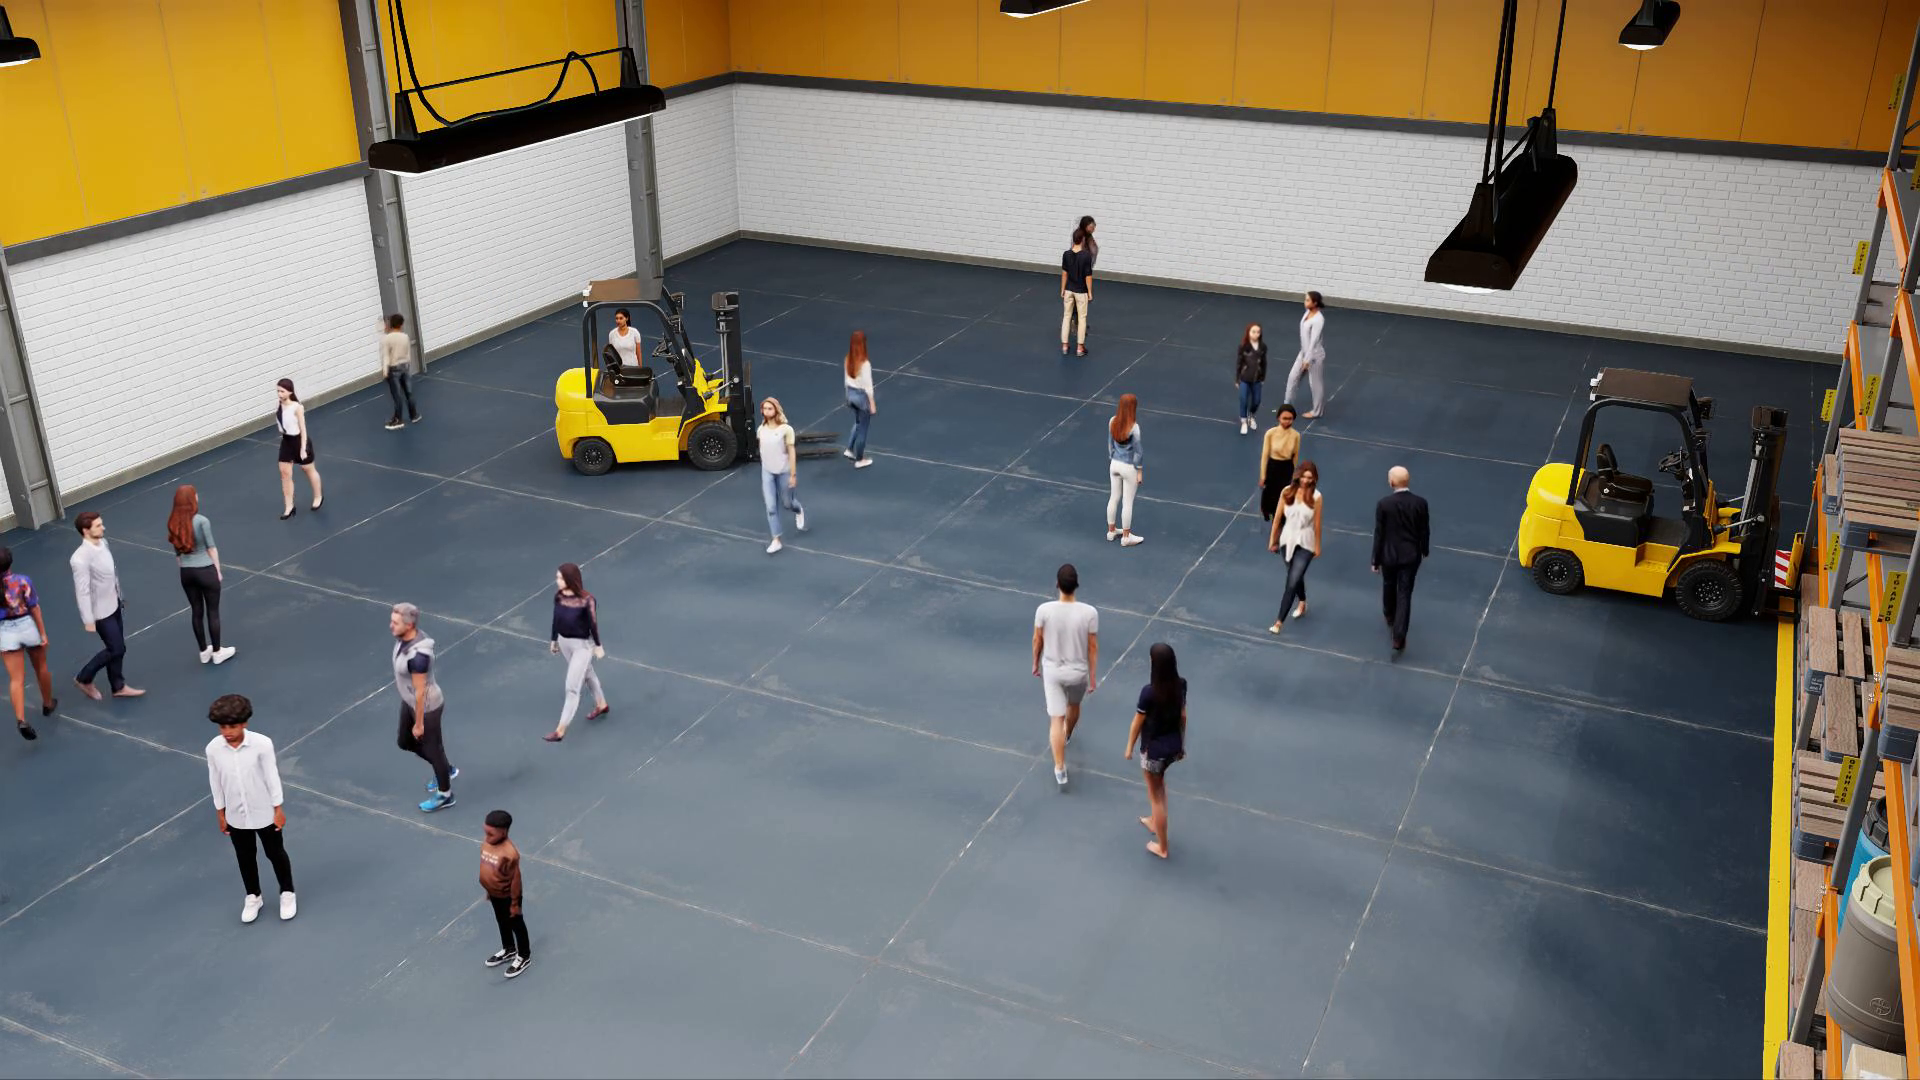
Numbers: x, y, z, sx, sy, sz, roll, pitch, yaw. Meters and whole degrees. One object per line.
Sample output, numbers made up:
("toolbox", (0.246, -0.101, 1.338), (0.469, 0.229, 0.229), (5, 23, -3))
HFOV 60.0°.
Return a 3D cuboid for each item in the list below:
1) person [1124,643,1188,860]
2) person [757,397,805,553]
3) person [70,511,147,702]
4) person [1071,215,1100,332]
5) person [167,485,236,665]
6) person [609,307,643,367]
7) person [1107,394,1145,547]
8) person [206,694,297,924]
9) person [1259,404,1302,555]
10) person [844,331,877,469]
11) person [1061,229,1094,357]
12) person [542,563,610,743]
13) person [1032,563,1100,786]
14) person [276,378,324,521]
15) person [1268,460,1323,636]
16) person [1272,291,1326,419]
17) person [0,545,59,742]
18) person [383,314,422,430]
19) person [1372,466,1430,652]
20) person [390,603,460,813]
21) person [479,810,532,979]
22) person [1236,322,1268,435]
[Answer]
("person", (1.559, 1.629, 12.524), (0.818, 1.748, 0.855), (-13, 27, -28))
("person", (-1.928, -0.737, 17.989), (0.658, 1.706, 0.982), (10, 25, 21))
("person", (-7.692, 0.602, 14.756), (0.932, 1.841, 0.870), (-3, 24, -7))
("person", (1.851, -4.060, 25.442), (0.836, 1.825, 0.617), (3, 24, 6))
("person", (-7.100, 0.326, 15.519), (0.625, 1.737, 0.627), (4, 24, 9))
("person", (-4.275, -2.202, 21.414), (0.626, 1.647, 0.623), (2, 24, 4))
("person", (1.780, -0.773, 18.076), (0.659, 1.702, 0.688), (-19, 30, -37))
("person", (-5.048, 1.895, 11.845), (0.710, 1.805, 0.725), (-3, 24, -6))
("person", (3.423, -0.694, 17.983), (0.809, 1.631, 1.019), (0, 24, 1))
("person", (-1.284, -1.676, 20.121), (0.750, 1.720, 0.702), (-20, 31, -39))
("person", (1.716, -3.649, 24.468), (0.637, 1.852, 0.553), (12, 26, 25))
("person", (-3.261, 0.928, 14.363), (0.759, 1.559, 1.103), (16, 28, 33))
("person", (0.856, 1.130, 13.596), (0.994, 1.803, 1.321), (2, 24, 4))
("person", (-7.459, -1.070, 18.855), (0.606, 1.622, 0.845), (8, 25, 19))
("person", (3.314, 0.037, 16.190), (0.740, 1.729, 1.163), (15, 28, 31))
("person", (4.690, -2.420, 21.831), (1.017, 1.712, 0.993), (-5, 24, -11))
("person", (-8.073, 0.898, 14.241), (1.075, 1.711, 1.158), (-8, 25, -17))
("person", (-7.325, -2.188, 21.634), (0.826, 1.445, 0.499), (10, 26, 22))
("person", (4.176, 0.205, 15.763), (0.846, 1.762, 1.282), (7, 24, 15))
("person", (-4.174, 1.299, 13.195), (0.848, 1.815, 0.822), (-16, 28, -32))
("person", (-3.115, 2.391, 11.396), (0.561, 1.254, 0.535), (17, 29, 34))
("person", (3.716, -2.104, 21.406), (0.653, 1.473, 0.681), (-1, 24, -2))
